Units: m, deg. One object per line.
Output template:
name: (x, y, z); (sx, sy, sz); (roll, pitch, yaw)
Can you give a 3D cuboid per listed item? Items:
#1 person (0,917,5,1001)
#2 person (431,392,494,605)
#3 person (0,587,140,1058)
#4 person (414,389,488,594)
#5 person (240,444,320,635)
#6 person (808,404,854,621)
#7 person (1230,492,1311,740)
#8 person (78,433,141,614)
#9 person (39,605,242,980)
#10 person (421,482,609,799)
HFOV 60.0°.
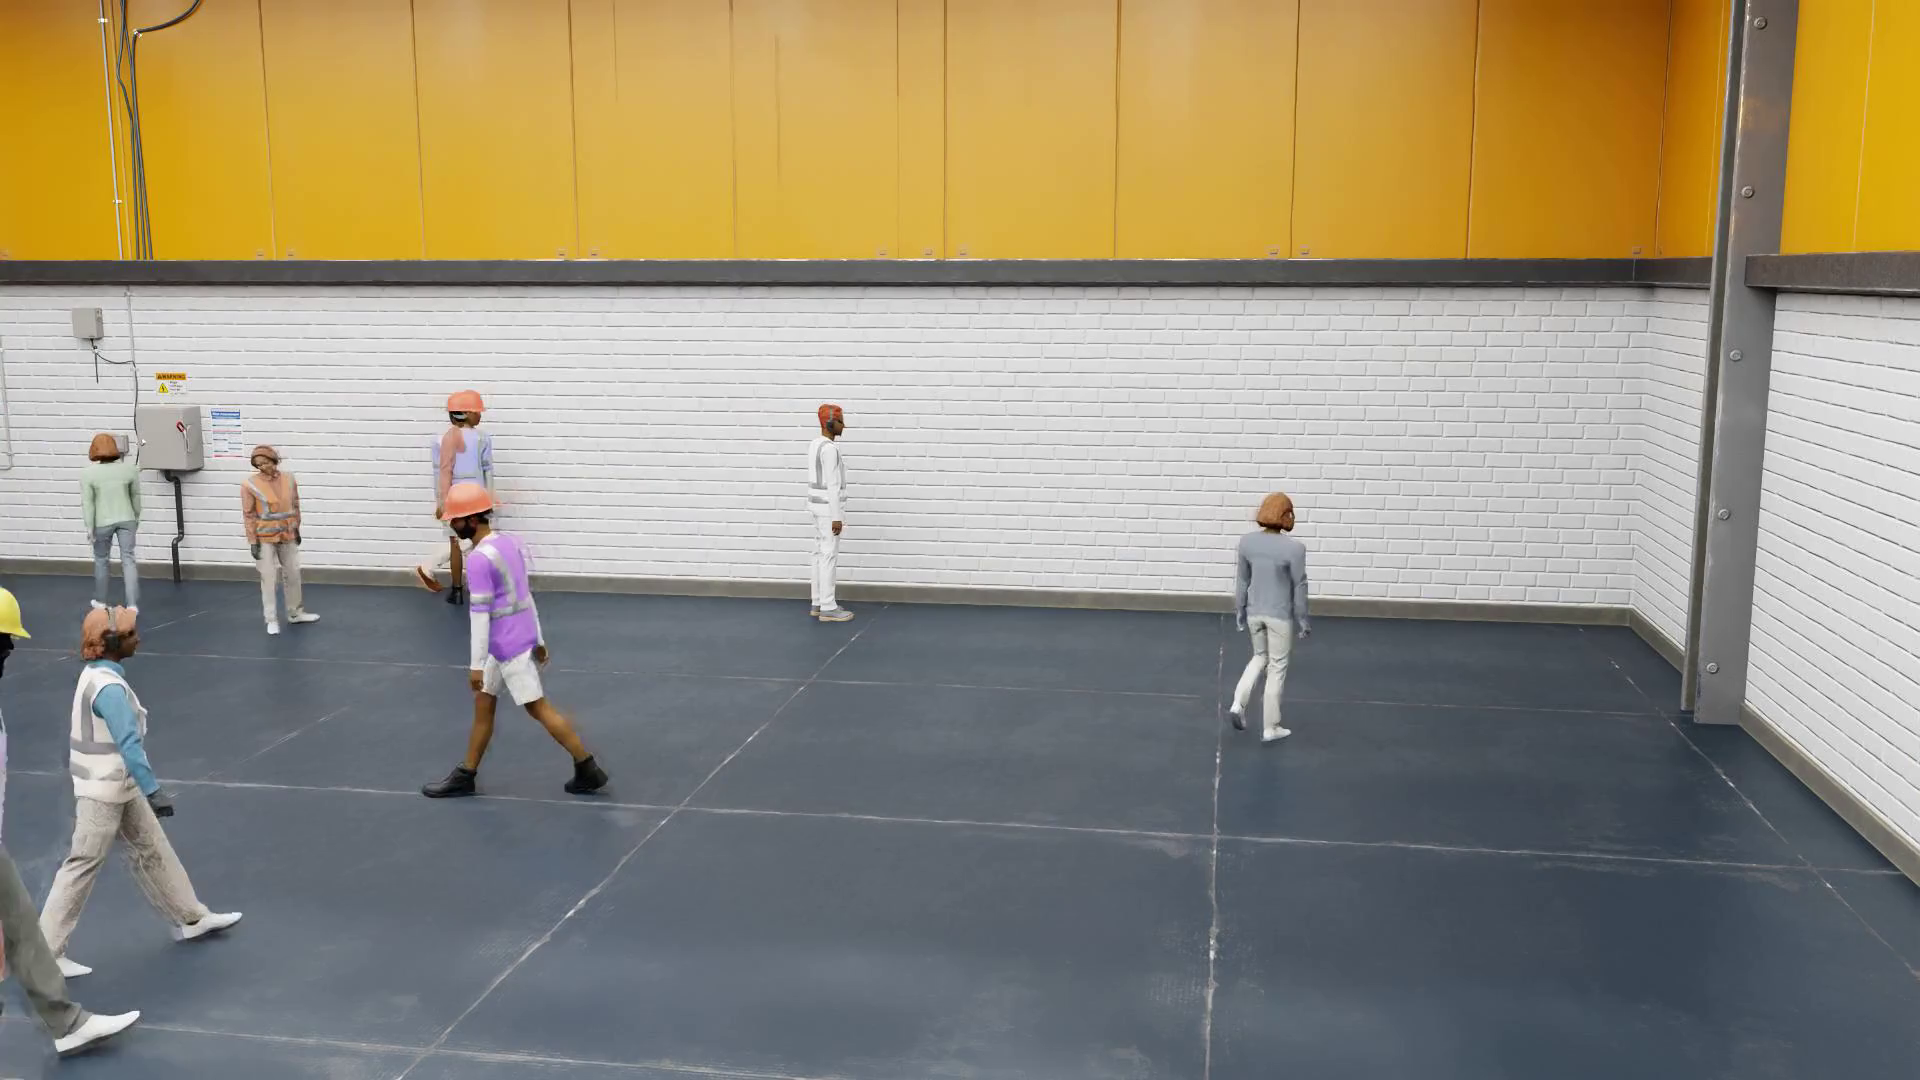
person: (-3.225, 1.278, 5.115); (0.645, 1.880, 0.784); (2, 10, 15)
person: (-4.520, -0.377, 15.141); (0.544, 1.939, 0.354); (-5, 10, -28)
person: (-3.619, 1.102, 6.209); (0.921, 1.863, 0.631); (-4, 10, -21)
person: (-4.590, -0.400, 15.182); (0.680, 1.967, 0.652); (2, 9, 11)
person: (-5.698, -0.015, 13.910); (0.375, 1.608, 0.656); (6, 11, 32)
person: (-1.144, -0.242, 14.466); (0.339, 1.883, 0.584); (-3, 10, -19)
person: (1.997, 0.500, 10.715); (0.388, 1.626, 0.511); (-8, 12, -42)
person: (-7.523, -0.146, 14.750); (0.507, 1.617, 0.580); (-7, 12, -38)
person: (-3.665, 1.081, 7.223); (0.878, 1.591, 0.526); (-5, 10, -28)
person: (-2.535, 0.587, 9.493); (1.061, 1.858, 0.554); (-1, 9, -3)
